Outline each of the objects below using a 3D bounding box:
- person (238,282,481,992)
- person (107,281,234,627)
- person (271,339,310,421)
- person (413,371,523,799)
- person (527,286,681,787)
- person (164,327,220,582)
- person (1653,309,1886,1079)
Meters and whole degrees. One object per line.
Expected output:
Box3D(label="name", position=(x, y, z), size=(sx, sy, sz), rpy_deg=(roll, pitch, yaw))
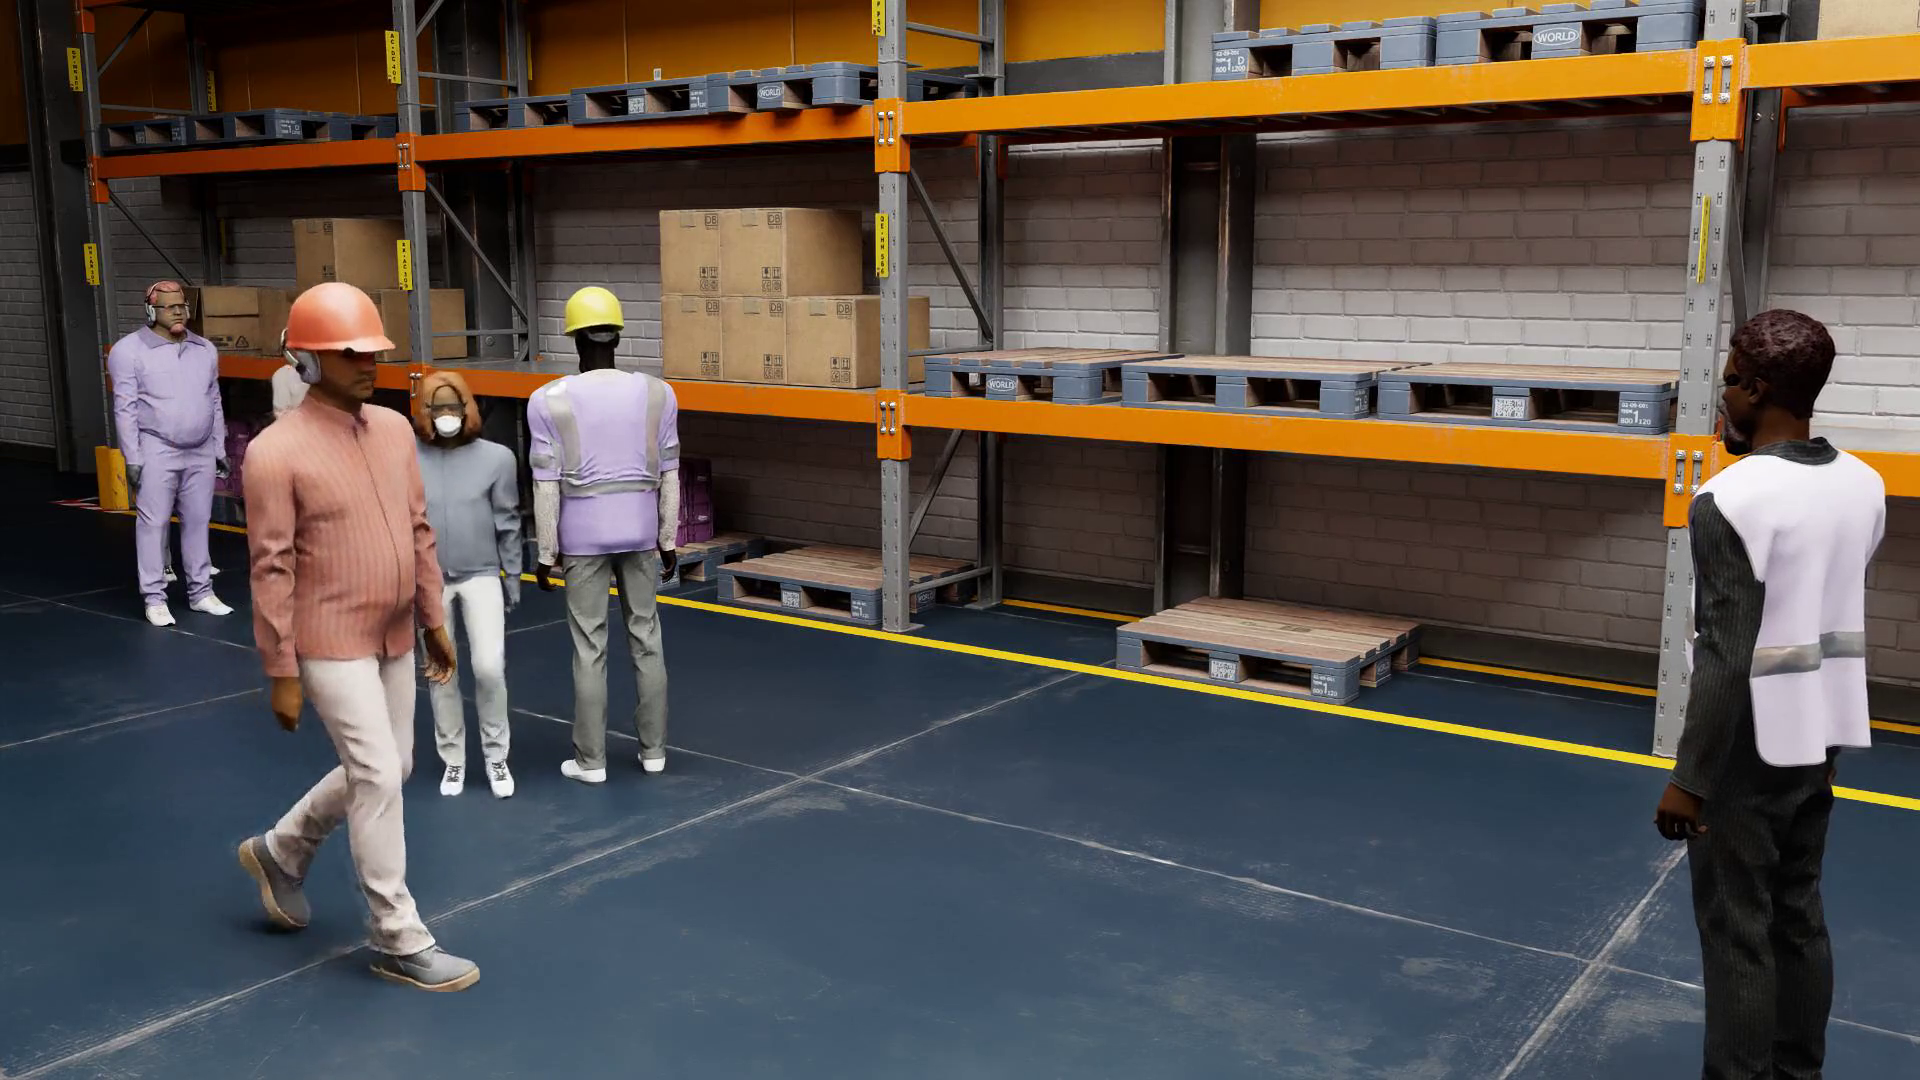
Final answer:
Box3D(label="person", position=(-1.760, 0.265, 4.682), size=(0.825, 1.970, 0.615), rpy_deg=(3, 10, 18))
Box3D(label="person", position=(-4.386, -0.486, 9.328), size=(0.402, 1.911, 0.638), rpy_deg=(6, 11, 33))
Box3D(label="person", position=(-4.230, -0.595, 10.822), size=(0.281, 1.624, 0.493), rpy_deg=(5, 11, 26))
Box3D(label="person", position=(-1.893, 0.186, 6.204), size=(0.510, 1.620, 0.494), rpy_deg=(-2, 10, -11))
Box3D(label="person", position=(-1.368, -0.009, 6.433), size=(0.586, 1.926, 0.368), rpy_deg=(-5, 11, -29))
Box3D(label="person", position=(-4.967, -0.562, 10.593), size=(0.289, 1.633, 0.501), rpy_deg=(7, 12, 36))
Box3D(label="person", position=(1.782, 0.458, 3.675), size=(0.598, 1.917, 0.375), rpy_deg=(-7, 12, -34))
